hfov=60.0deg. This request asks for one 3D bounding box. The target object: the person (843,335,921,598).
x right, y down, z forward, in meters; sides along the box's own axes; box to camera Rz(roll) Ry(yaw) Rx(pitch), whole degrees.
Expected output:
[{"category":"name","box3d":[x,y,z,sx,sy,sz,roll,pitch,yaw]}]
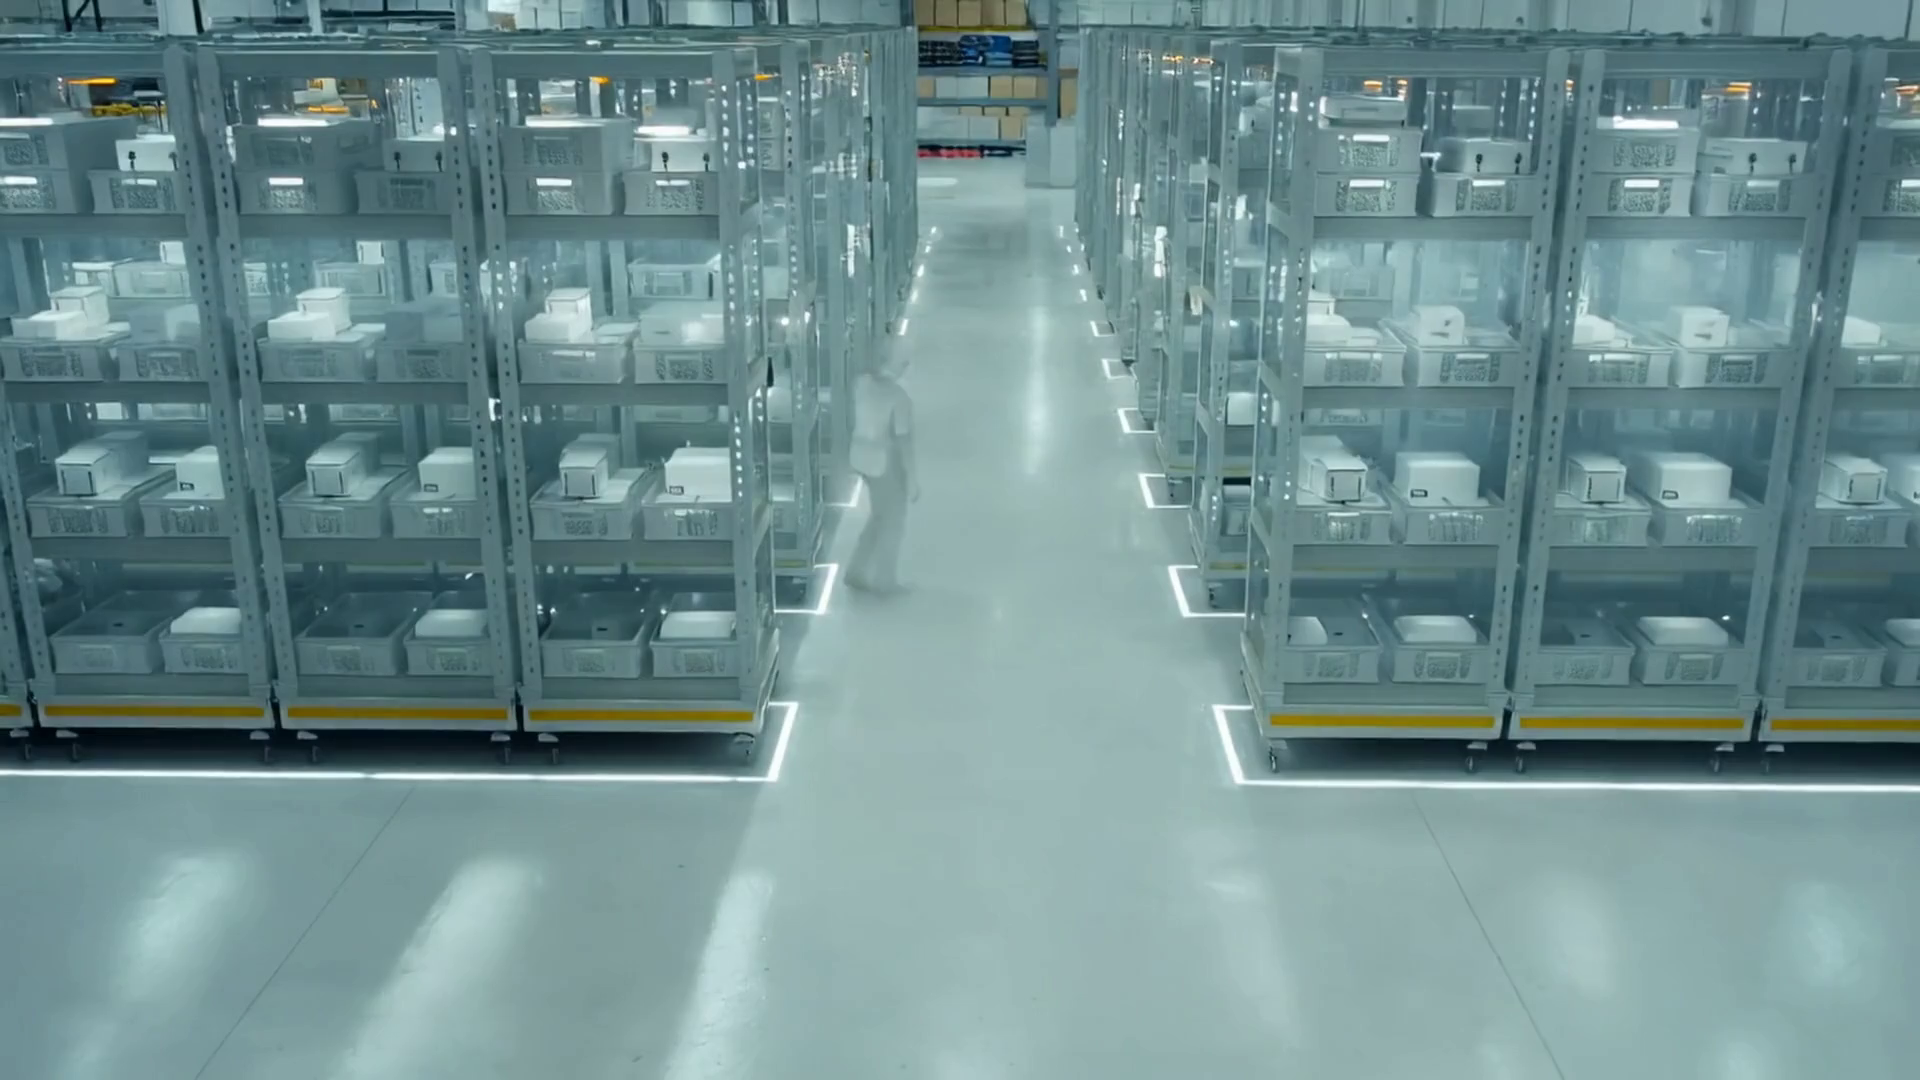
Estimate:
[{"category":"person","box3d":[-0.499,-0.450,10.842,0.489,1.810,0.625,-13,21,-35]}]
